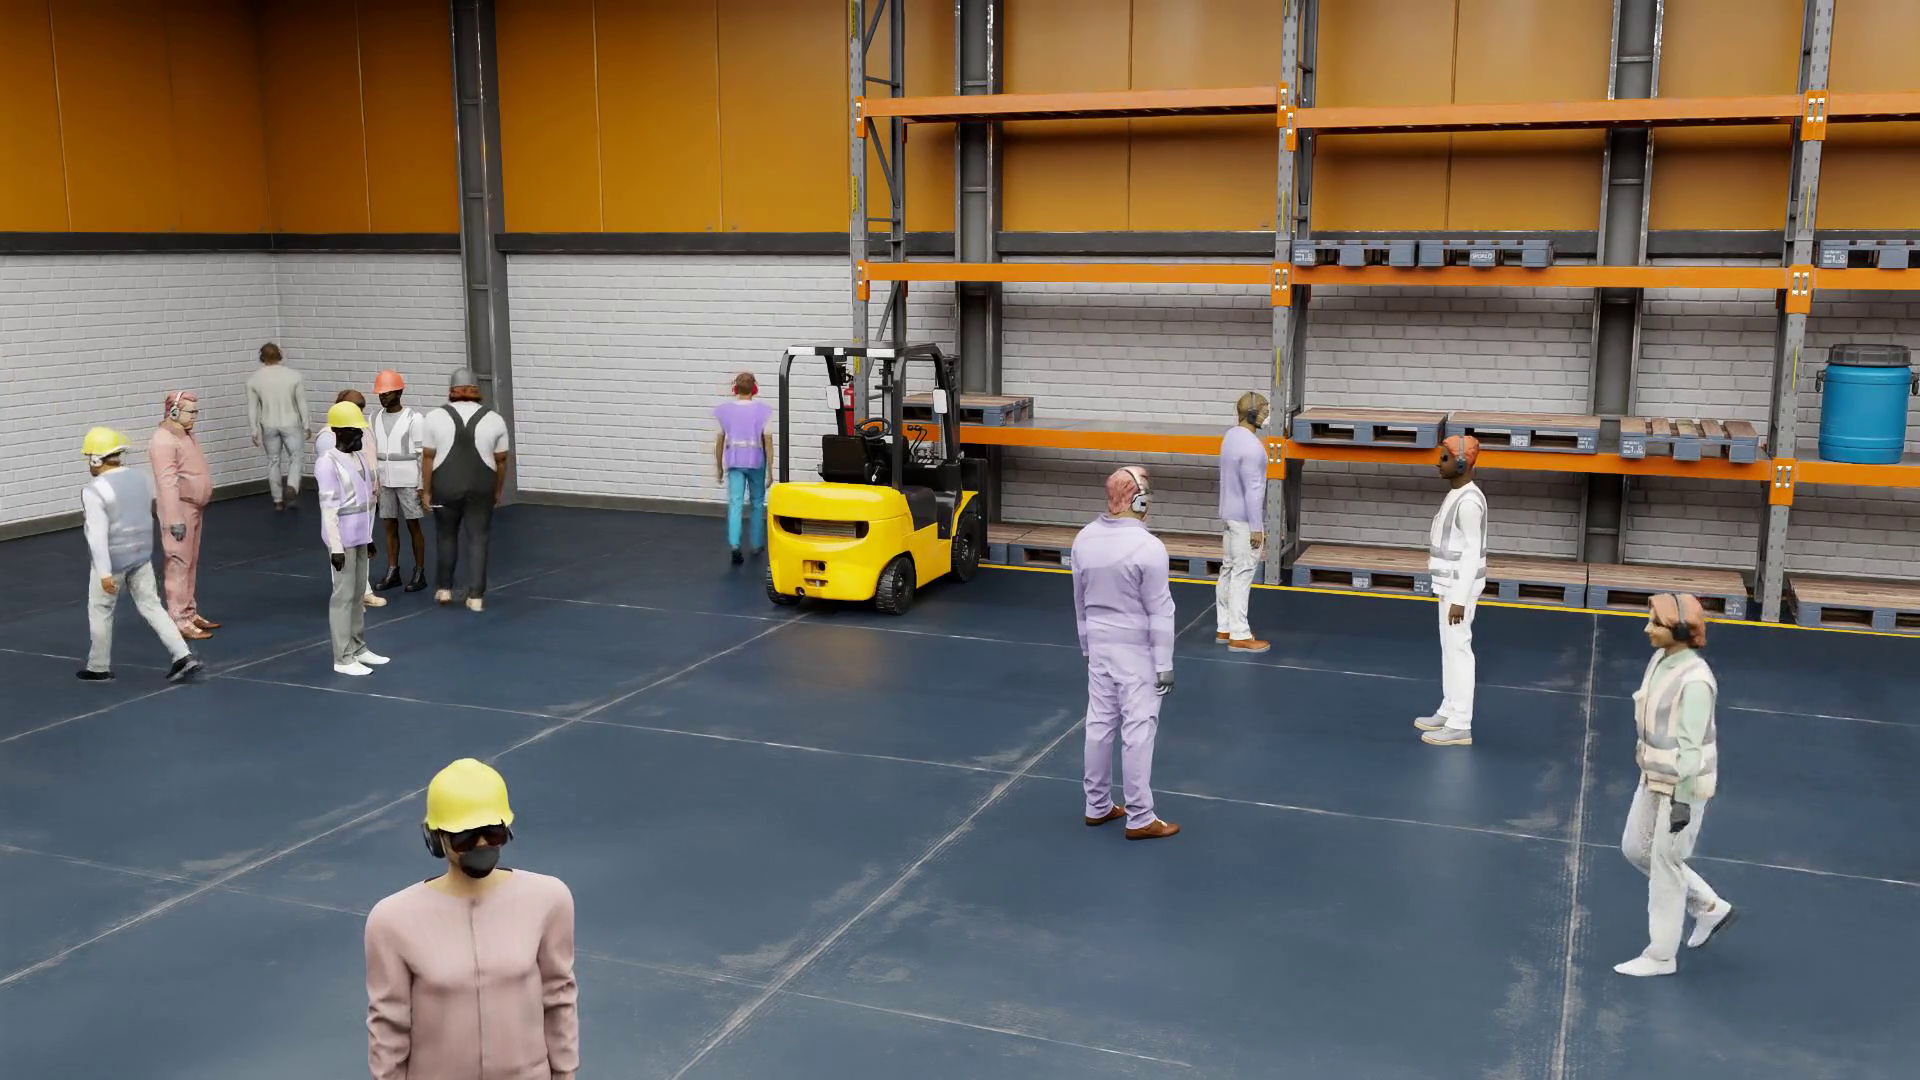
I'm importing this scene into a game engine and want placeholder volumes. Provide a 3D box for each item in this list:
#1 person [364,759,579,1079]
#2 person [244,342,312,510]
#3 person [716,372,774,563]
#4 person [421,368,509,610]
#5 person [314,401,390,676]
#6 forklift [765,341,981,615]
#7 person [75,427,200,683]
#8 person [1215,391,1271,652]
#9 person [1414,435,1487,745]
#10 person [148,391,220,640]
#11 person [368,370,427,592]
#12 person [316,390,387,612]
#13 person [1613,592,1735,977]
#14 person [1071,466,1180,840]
[{"bbox_3d":[-1.217,1.410,4.223,0.525,1.772,0.305,-5,11,-27],"label":"person"},{"bbox_3d":[-7.644,-1.261,18.664,0.669,1.923,0.709,-3,11,-15],"label":"person"},{"bbox_3d":[-2.058,-0.702,15.893,0.583,1.805,0.935,1,10,3],"label":"person"},{"bbox_3d":[-4.128,-0.460,13.882,0.732,2.000,0.763,-3,11,-17],"label":"person"},{"bbox_3d":[-4.292,-0.017,11.732,0.369,1.927,0.588,0,10,2],"label":"person"},{"bbox_3d":[-0.739,-0.602,14.246,1.214,2.155,2.313,4,11,21],"label":"forklift"},{"bbox_3d":[-5.680,0.115,11.370,0.875,1.800,0.592,4,11,19],"label":"person"},{"bbox_3d":[2.110,-0.140,12.389,0.353,1.936,0.635,-2,10,-9],"label":"person"},{"bbox_3d":[2.997,0.300,10.087,0.348,1.882,0.584,2,10,8],"label":"person"},{"bbox_3d":[-5.956,-0.195,12.798,0.403,1.902,0.637,-2,10,-12],"label":"person"},{"bbox_3d":[-4.886,-0.505,14.423,0.551,1.935,0.375,3,10,14],"label":"person"},{"bbox_3d":[-4.979,-0.320,13.673,0.429,1.835,0.634,2,10,13],"label":"person"},{"bbox_3d":[2.980,1.013,6.837,0.441,1.627,0.530,1,10,3],"label":"person"},{"bbox_3d":[0.863,0.572,8.500,0.410,1.912,0.643,-8,13,-39],"label":"person"}]
